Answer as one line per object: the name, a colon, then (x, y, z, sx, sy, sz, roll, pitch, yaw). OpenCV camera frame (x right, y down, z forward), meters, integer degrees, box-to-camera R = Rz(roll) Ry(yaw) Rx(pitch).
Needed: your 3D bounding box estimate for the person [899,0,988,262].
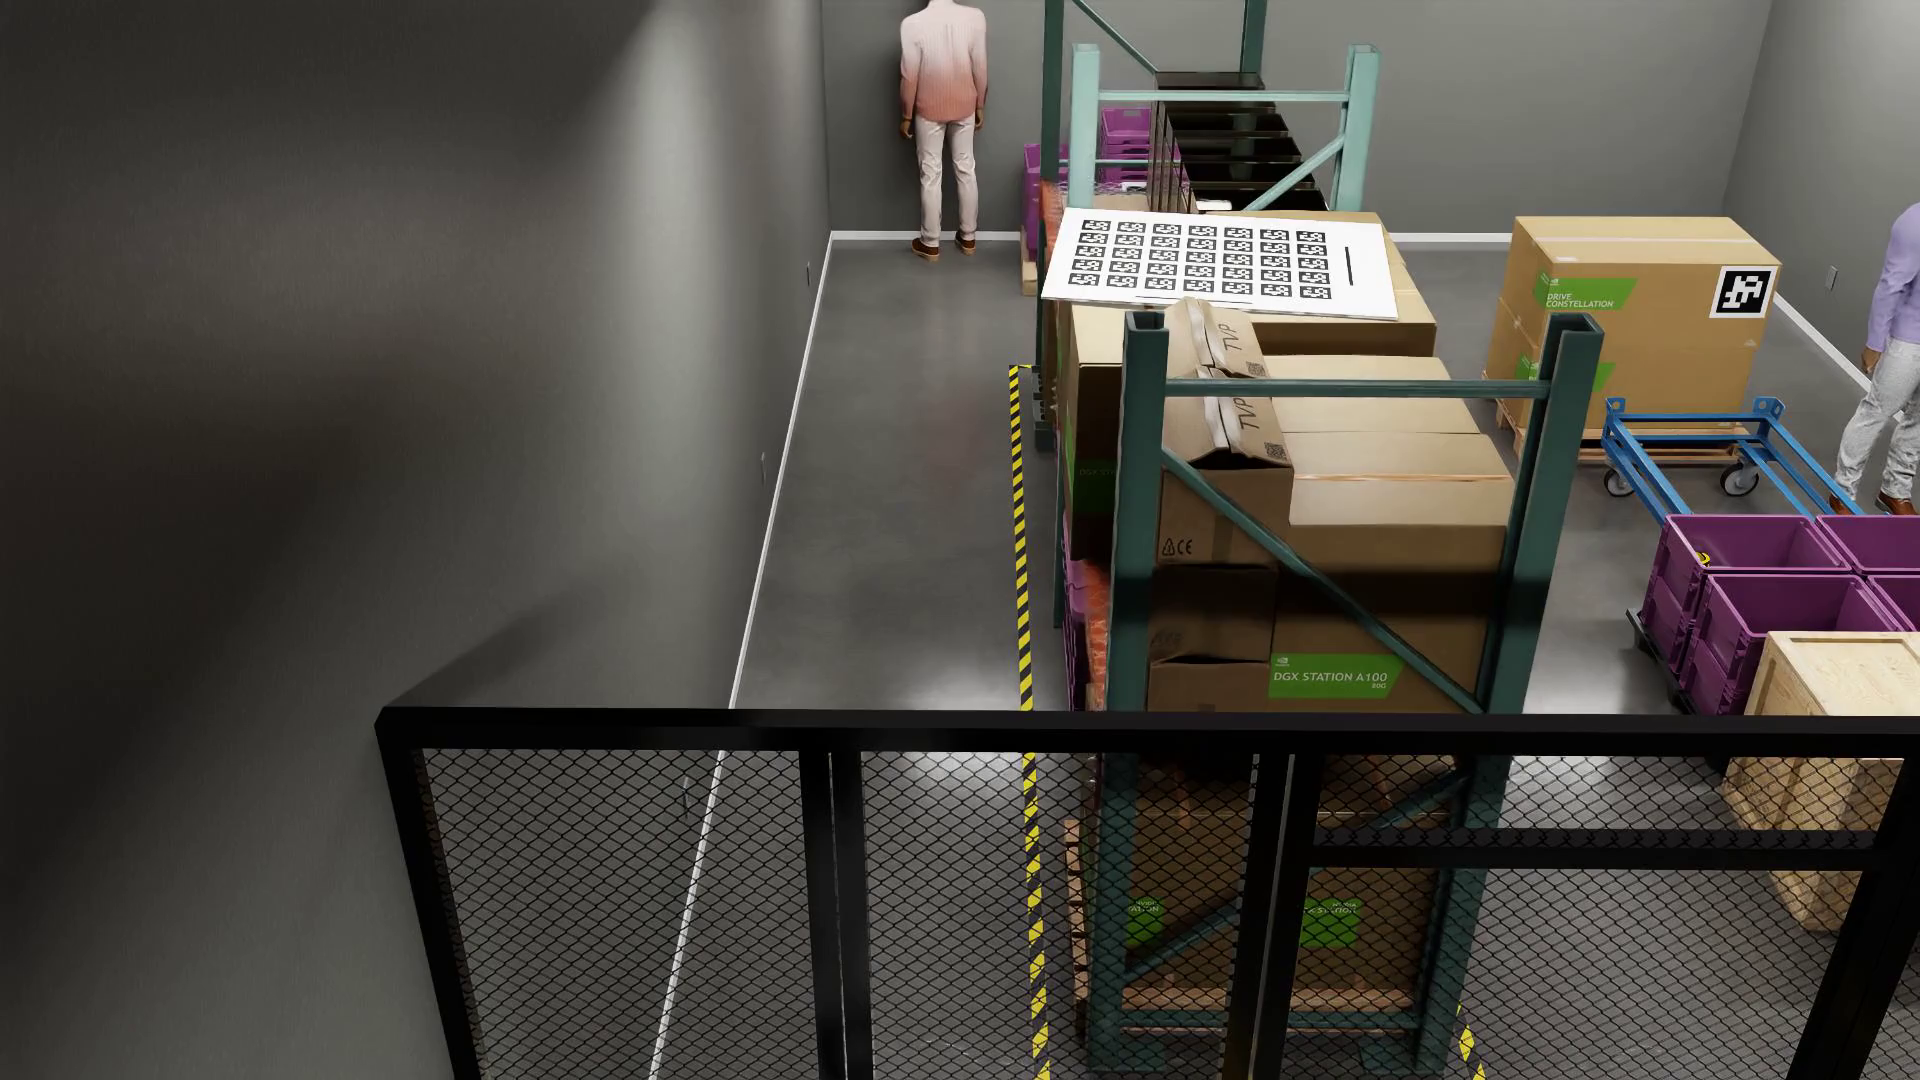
person: (-0.114, -2.814, 10.834, 0.609, 1.996, 0.379, -12, 33, -19)

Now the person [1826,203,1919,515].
person: (4.536, -0.937, 7.771, 0.635, 1.937, 0.354, -1, 31, -2)
